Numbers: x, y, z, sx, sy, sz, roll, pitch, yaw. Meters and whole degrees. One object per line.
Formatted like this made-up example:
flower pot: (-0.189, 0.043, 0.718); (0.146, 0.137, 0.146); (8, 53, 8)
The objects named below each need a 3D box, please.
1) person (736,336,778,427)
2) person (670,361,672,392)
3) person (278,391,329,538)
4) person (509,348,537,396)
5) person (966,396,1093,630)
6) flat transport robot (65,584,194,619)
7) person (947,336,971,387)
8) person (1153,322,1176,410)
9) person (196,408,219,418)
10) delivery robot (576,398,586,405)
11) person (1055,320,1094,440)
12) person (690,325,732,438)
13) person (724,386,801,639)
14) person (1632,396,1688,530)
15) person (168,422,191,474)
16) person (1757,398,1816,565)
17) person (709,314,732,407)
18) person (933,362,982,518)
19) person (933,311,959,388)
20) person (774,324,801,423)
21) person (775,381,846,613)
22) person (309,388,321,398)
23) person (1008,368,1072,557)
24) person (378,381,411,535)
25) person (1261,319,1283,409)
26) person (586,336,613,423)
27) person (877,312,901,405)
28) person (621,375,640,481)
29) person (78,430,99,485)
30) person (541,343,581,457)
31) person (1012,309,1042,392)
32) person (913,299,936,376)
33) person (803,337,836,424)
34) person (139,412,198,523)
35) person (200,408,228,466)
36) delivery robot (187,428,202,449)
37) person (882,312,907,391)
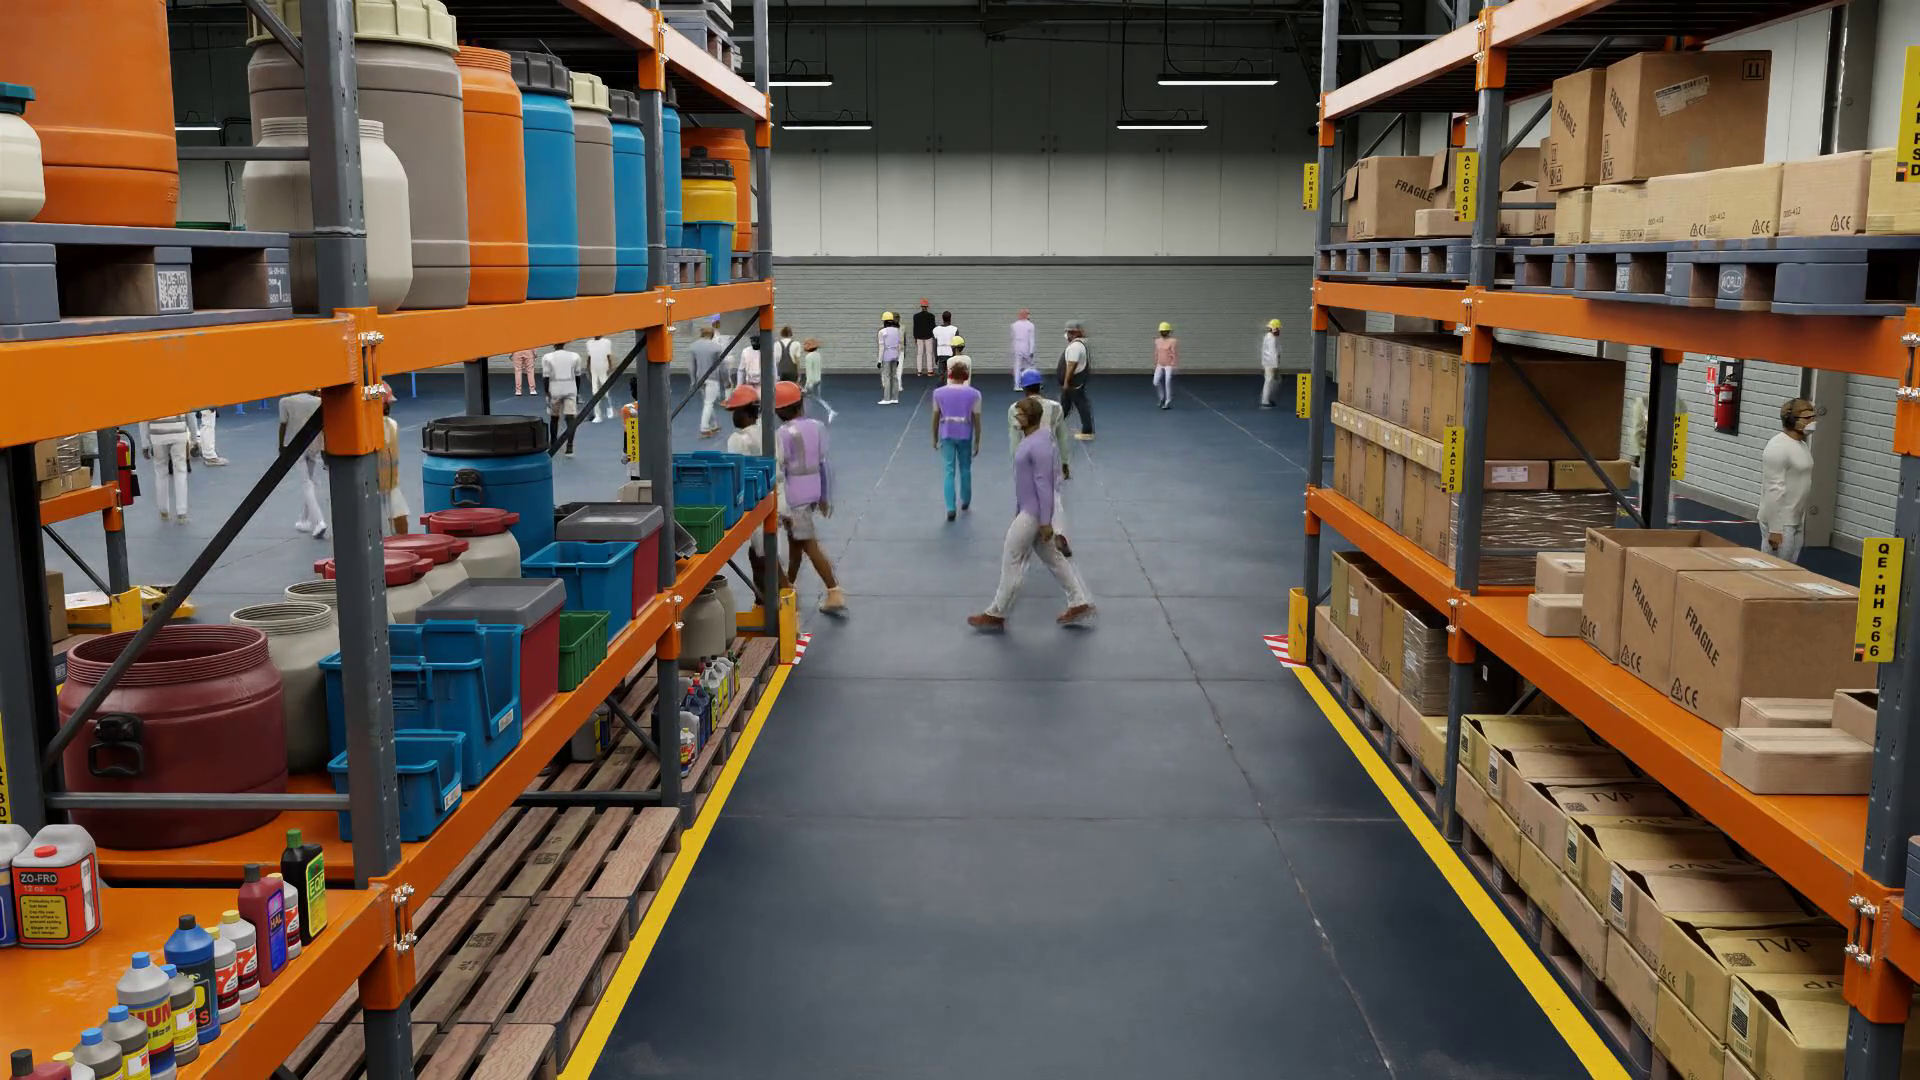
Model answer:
person: (-3.407, -2.545, 27.591); (0.645, 1.808, 0.860); (5, 10, 25)
person: (-6.792, -4.153, 37.714); (0.514, 1.642, 0.311); (0, 9, 3)
person: (-7.112, -0.962, 18.077); (0.506, 1.829, 0.969); (-9, 13, -42)
person: (-9.737, -4.176, 37.056); (0.639, 1.910, 0.407); (-2, 10, -13)
person: (0.605, -0.224, 13.445); (1.034, 1.893, 0.642); (-1, 9, -4)
flat transport robot: (-7.137, 0.574, 13.624); (1.431, 0.197, 0.652); (-9, 13, -42)
person: (-0.032, -2.416, 26.941); (0.309, 1.769, 0.524); (9, 13, 43)
person: (4.131, -3.511, 33.547); (0.525, 1.755, 0.378); (8, 12, 39)
person: (-14.447, -3.292, 31.707); (0.542, 1.927, 0.374); (-4, 10, -22)
delivery robot: (-7.218, -2.685, 31.227); (0.335, 0.223, 0.698); (-5, 10, -30)
person: (1.796, -2.673, 27.783); (0.984, 2.000, 0.702); (1, 10, 9)
person: (-4.239, -2.704, 28.261); (0.642, 1.901, 0.874); (5, 11, 27)
person: (-1.545, -0.224, 13.226); (0.756, 1.983, 0.613); (4, 10, 24)
person: (7.599, -0.946, 18.044); (0.590, 1.786, 0.911); (2, 10, 10)
person: (-11.107, -1.901, 23.337); (0.376, 1.935, 0.550); (3, 10, 20)
person: (6.256, -0.110, 12.611); (0.371, 1.941, 0.627); (8, 13, 41)
person: (-4.963, -3.695, 34.108); (0.653, 1.923, 0.625); (-7, 12, -35)
person: (-0.032, -1.186, 19.495); (0.569, 1.791, 0.974); (0, 9, 0)
person: (-0.286, -3.894, 35.335); (0.593, 1.920, 0.392); (3, 10, 18)
person: (-3.173, -3.047, 30.546); (0.510, 1.825, 0.578); (1, 10, 6)
person: (-1.338, -0.367, 14.109); (0.972, 1.977, 0.621); (4, 10, 23)
person: (-11.650, -3.038, 30.149); (0.551, 1.936, 0.356); (4, 10, 22)
person: (0.829, -0.791, 16.906); (0.646, 1.882, 1.058); (-2, 10, -10)
person: (-5.324, -0.514, 15.191); (1.013, 1.893, 0.556); (5, 11, 26)
person: (6.333, -3.559, 33.661); (0.484, 1.813, 0.600); (1, 10, 8)
person: (-6.670, -3.108, 30.830); (0.541, 1.852, 0.480); (2, 10, 13)
person: (-1.490, -3.788, 34.671); (0.363, 1.928, 0.587); (9, 13, 43)
person: (-3.569, -0.990, 18.605); (0.317, 1.696, 0.538); (7, 12, 37)
person: (-11.024, -1.388, 21.062); (0.545, 1.667, 0.732); (0, 9, 0)
person: (-6.112, -2.253, 25.488); (0.608, 1.912, 0.999); (-4, 10, -23)
person: (1.553, -4.379, 38.381); (0.648, 1.878, 0.846); (7, 12, 36)
person: (-0.915, -5.283, 43.419); (0.616, 1.997, 0.373); (3, 10, 15)
person: (-2.611, -2.866, 30.094); (0.654, 1.606, 0.490); (4, 10, 25)
person: (-9.044, -1.139, 19.029); (0.582, 1.880, 0.480); (-3, 10, -19)
person: (-11.004, -2.046, 24.363); (0.354, 1.886, 0.572); (-6, 11, -30)
delivery robot: (-11.723, -1.523, 25.046); (0.477, 0.478, 0.707); (6, 11, 33)
person: (-1.533, -4.360, 38.417); (0.629, 1.828, 0.556); (-6, 11, -33)
